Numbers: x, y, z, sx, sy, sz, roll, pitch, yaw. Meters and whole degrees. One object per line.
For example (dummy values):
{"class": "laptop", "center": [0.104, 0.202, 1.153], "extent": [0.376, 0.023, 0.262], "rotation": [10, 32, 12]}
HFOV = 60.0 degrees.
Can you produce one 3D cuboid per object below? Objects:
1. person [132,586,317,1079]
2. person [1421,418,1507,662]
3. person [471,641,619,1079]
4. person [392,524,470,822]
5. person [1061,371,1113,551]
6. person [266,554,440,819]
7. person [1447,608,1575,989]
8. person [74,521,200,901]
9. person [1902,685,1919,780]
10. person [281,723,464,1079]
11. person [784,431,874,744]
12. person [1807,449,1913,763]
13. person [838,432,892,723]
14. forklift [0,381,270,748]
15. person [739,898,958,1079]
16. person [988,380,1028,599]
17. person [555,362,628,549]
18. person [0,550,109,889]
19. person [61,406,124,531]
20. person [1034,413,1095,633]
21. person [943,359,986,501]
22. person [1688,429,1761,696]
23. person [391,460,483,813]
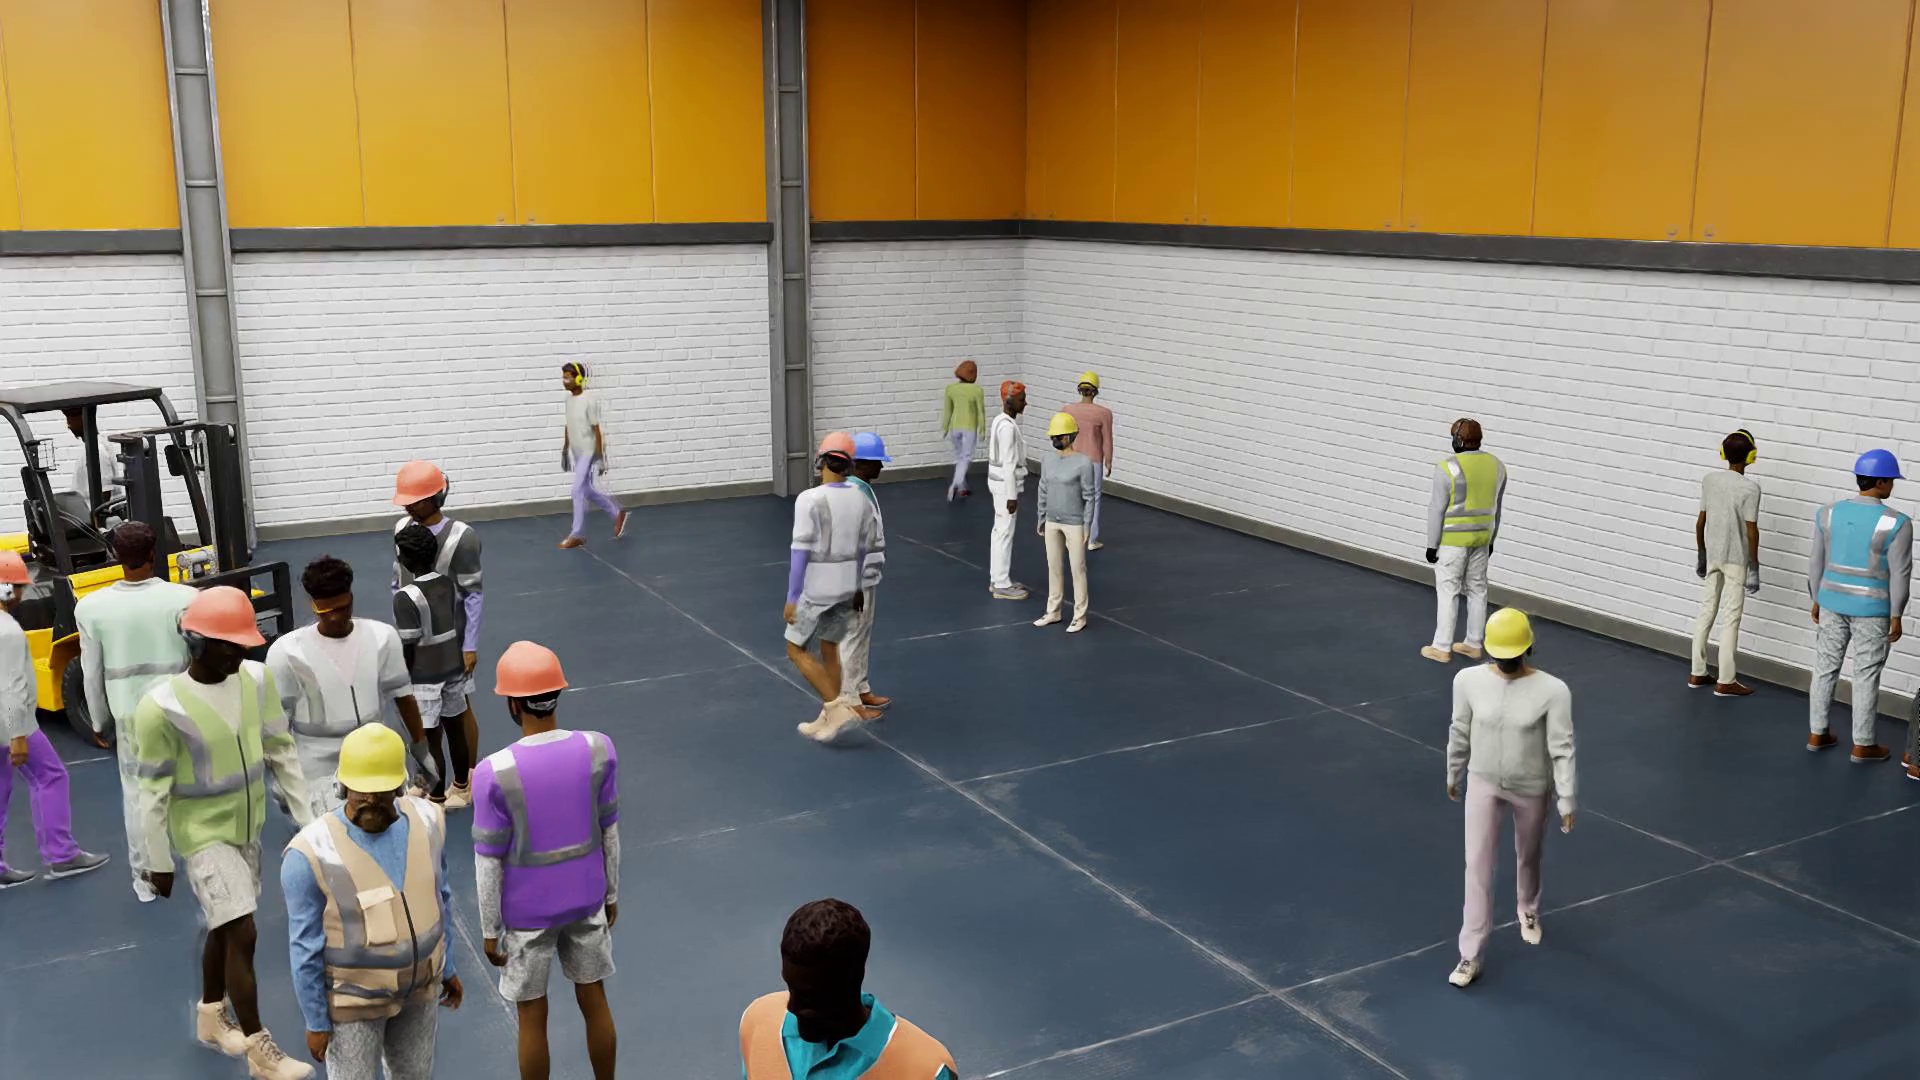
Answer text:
{"class": "person", "center": [-2.818, 1.172, 6.584], "extent": [0.888, 1.998, 0.600], "rotation": [5, 13, 21]}
{"class": "person", "center": [3.751, 0.003, 12.441], "extent": [0.626, 1.836, 0.430], "rotation": [-5, 13, -21]}
{"class": "person", "center": [-1.509, 1.312, 6.085], "extent": [0.547, 1.929, 0.387], "rotation": [-8, 15, -34]}
{"class": "person", "center": [-2.958, 0.746, 9.285], "extent": [0.319, 1.693, 0.533], "rotation": [4, 13, 17]}
{"class": "person", "center": [1.234, -0.769, 16.244], "extent": [0.532, 1.756, 0.344], "rotation": [4, 13, 16]}
{"class": "person", "center": [-2.748, 0.998, 7.516], "extent": [0.483, 1.937, 0.681], "rotation": [10, 16, 40]}
{"class": "person", "center": [2.495, 1.113, 7.548], "extent": [0.574, 1.704, 0.942], "rotation": [6, 14, 27]}
{"class": "person", "center": [-4.003, 0.856, 8.253], "extent": [0.587, 1.914, 0.392], "rotation": [-4, 13, -19]}
{"class": "person", "center": [5.916, 0.520, 9.929], "extent": [0.325, 1.871, 0.516], "rotation": [6, 13, 26]}
{"class": "person", "center": [-1.912, 1.479, 5.528], "extent": [0.404, 1.829, 0.591], "rotation": [9, 15, 37]}
{"class": "person", "center": [-0.814, 0.328, 10.523], "extent": [0.519, 2.011, 0.681], "rotation": [10, 16, 40]}
{"class": "person", "center": [5.560, 0.401, 10.307], "extent": [0.402, 1.944, 0.605], "rotation": [-8, 14, -32]}
{"class": "person", "center": [-0.656, 0.243, 11.072], "extent": [0.416, 1.939, 0.604], "rotation": [1, 12, 5]}
{"class": "forklift", "center": [-5.853, 0.085, 11.199], "extent": [2.313, 2.155, 1.214], "rotation": [7, 14, 28]}
{"class": "person", "center": [-0.289, 1.752, 4.051], "extent": [0.587, 1.913, 0.390], "rotation": [6, 13, 26]}
{"class": "person", "center": [0.414, -0.436, 14.378], "extent": [0.342, 1.881, 0.579], "rotation": [-1, 12, -3]}
{"class": "person", "center": [-3.674, -0.857, 16.479], "extent": [0.824, 1.837, 0.522], "rotation": [-11, 16, -41]}
{"class": "person", "center": [-4.771, 0.903, 8.475], "extent": [0.572, 1.715, 0.717], "rotation": [9, 15, 36]}
{"class": "person", "center": [-6.679, -0.158, 12.894], "extent": [0.377, 1.959, 0.604], "rotation": [-6, 14, -27]}
{"class": "person", "center": [0.826, -0.138, 13.258], "extent": [0.533, 1.767, 0.327], "rotation": [10, 16, 40]}
{"class": "person", "center": [0.016, -1.230, 18.753], "extent": [0.523, 1.605, 0.707], "rotation": [7, 14, 28]}
{"class": "person", "center": [5.380, 0.154, 11.628], "extent": [0.320, 1.876, 0.533], "rotation": [-5, 13, -23]}
{"class": "person", "center": [-2.985, 0.544, 9.430], "extent": [0.605, 2.034, 0.394], "rotation": [6, 13, 24]}
